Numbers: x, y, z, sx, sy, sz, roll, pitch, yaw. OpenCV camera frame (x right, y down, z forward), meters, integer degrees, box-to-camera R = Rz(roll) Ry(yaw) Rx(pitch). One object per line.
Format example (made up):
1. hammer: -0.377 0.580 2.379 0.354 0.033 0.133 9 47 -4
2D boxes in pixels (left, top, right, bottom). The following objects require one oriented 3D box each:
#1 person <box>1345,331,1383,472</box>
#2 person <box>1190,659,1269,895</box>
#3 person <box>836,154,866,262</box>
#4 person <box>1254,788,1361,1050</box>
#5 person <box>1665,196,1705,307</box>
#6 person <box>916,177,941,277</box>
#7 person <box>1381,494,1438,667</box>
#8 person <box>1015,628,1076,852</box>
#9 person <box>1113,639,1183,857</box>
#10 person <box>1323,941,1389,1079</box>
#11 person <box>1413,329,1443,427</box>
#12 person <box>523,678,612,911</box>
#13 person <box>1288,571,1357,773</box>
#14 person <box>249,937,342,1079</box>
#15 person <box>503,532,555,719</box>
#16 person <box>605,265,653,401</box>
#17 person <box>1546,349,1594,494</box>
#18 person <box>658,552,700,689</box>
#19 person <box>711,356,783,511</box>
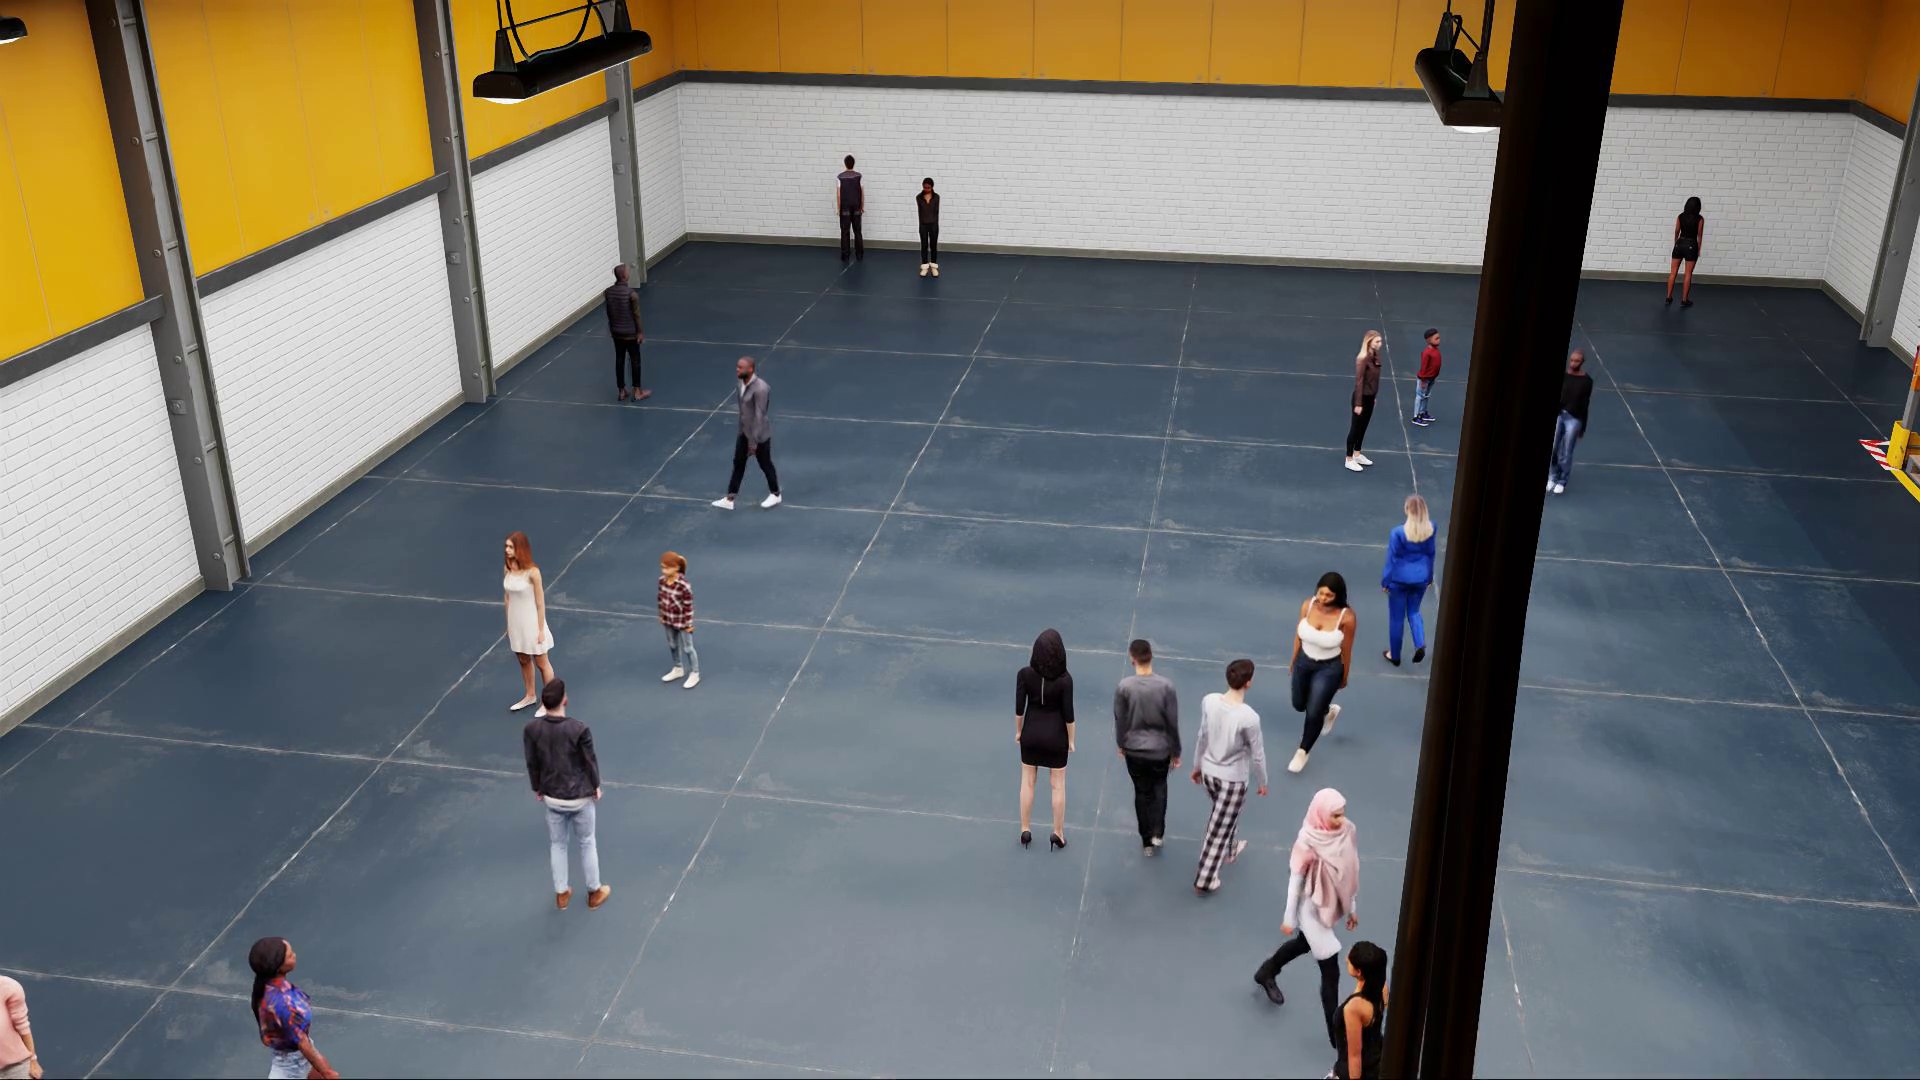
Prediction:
1. person: 4.826 -1.685 19.857 0.735 1.703 0.620 19 30 37
2. person: 1.844 1.729 11.896 1.109 1.824 0.997 -21 31 -40
3. person: -1.914 -5.828 29.154 0.733 1.849 0.718 -6 24 -13
4. person: 2.217 2.341 10.576 1.181 1.761 1.186 -18 30 -36
5. person: 11.565 -4.608 26.498 0.672 1.741 0.693 21 31 40
6. person: -0.531 -5.349 28.293 0.618 1.660 0.666 0 24 1
7. person: 4.111 0.415 15.069 0.803 1.691 0.879 -6 24 -13
8. person: 0.625 1.505 12.435 0.627 1.803 0.520 7 24 15
9. person: 1.377 1.592 12.313 0.683 1.741 0.608 4 24 10
10. person: 2.317 2.985 9.275 1.016 1.622 1.124 18 29 35
11. person: 5.999 -2.108 21.385 0.635 1.255 0.553 21 31 39
12. person: -2.768 1.800 11.720 0.672 1.836 0.571 2 24 5
13. person: 2.972 1.025 13.566 0.967 1.778 1.119 20 31 38
14. person: -3.784 2.981 9.194 1.091 1.695 1.136 -11 26 -24
15. person: -3.734 0.714 14.359 0.627 1.711 0.618 13 27 27
16. person: -4.482 -2.759 22.148 0.799 1.838 0.762 10 26 23
17. person: 7.007 -1.383 19.130 0.717 1.732 0.732 14 27 29
18. person: -2.525 0.696 14.913 0.595 1.301 0.590 14 27 28
19. person: -2.218 -1.182 18.612 1.216 1.779 1.104 -21 31 -39
